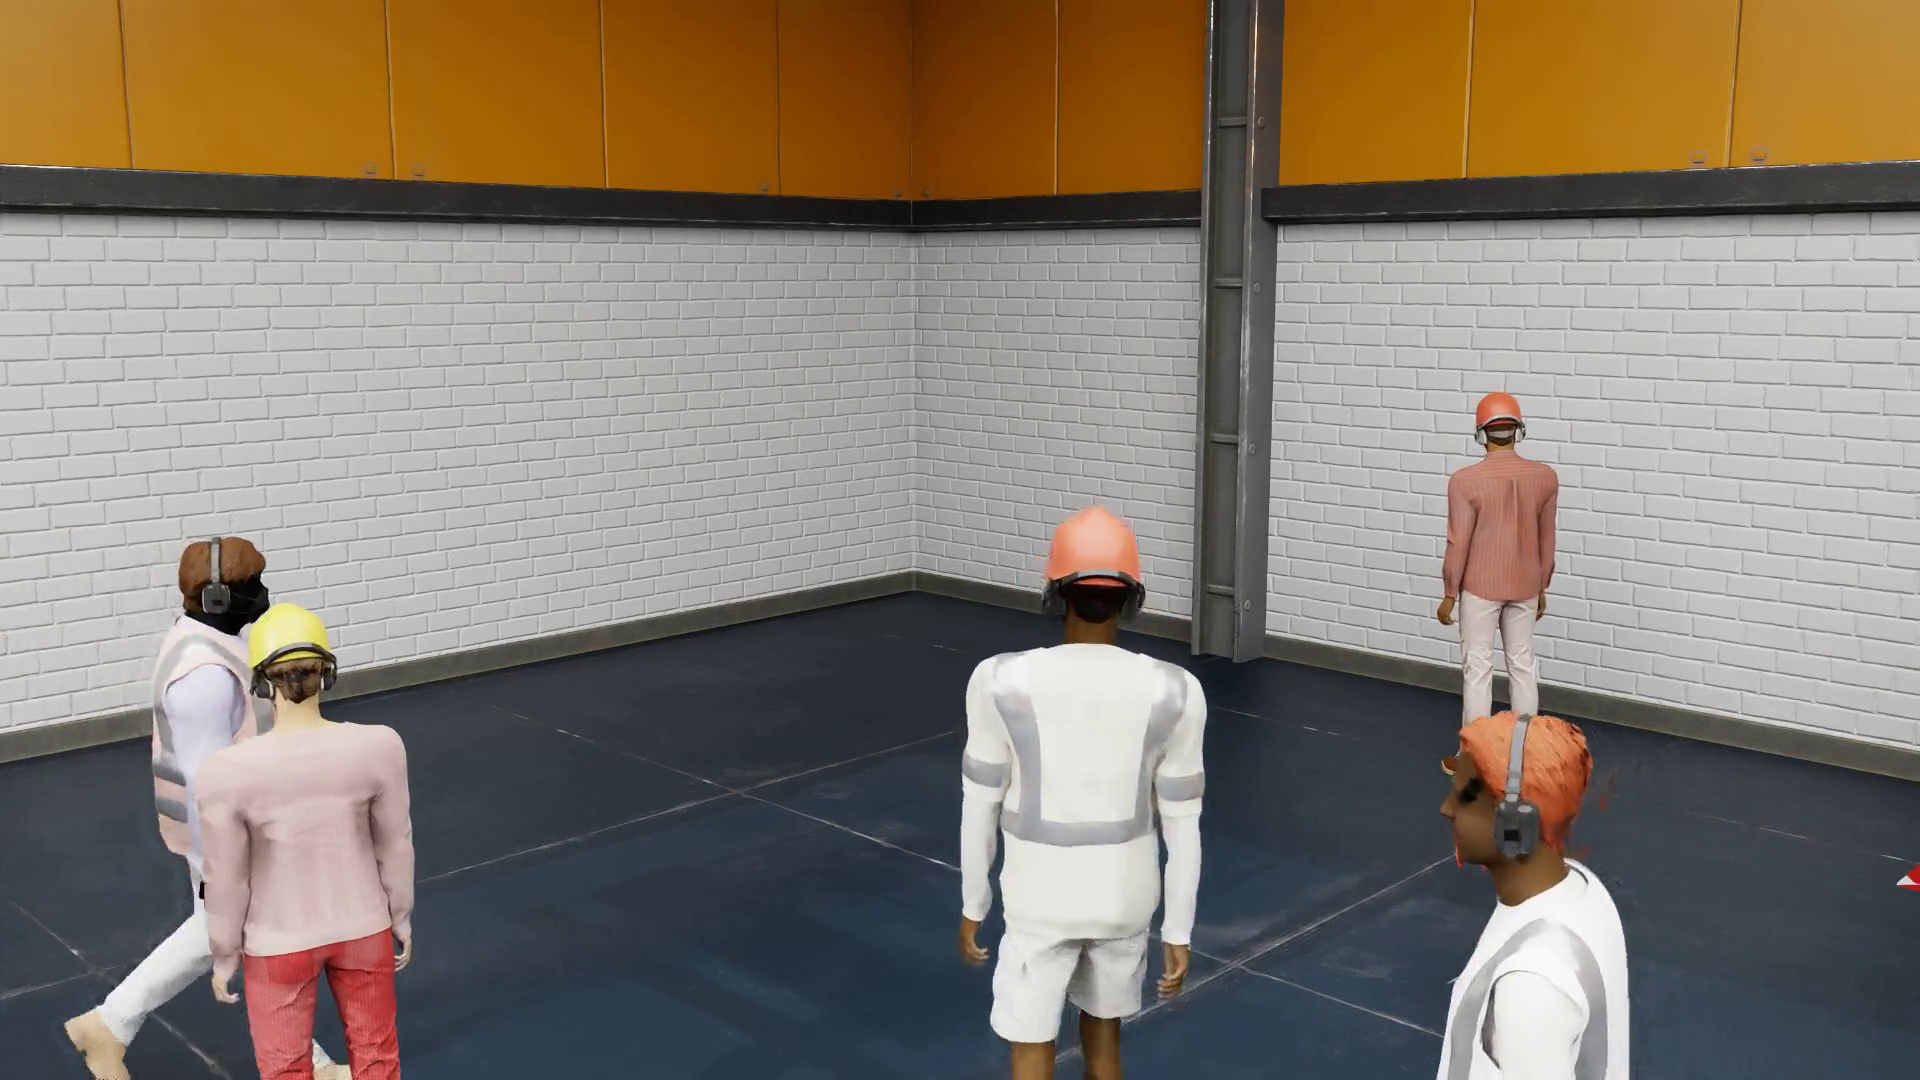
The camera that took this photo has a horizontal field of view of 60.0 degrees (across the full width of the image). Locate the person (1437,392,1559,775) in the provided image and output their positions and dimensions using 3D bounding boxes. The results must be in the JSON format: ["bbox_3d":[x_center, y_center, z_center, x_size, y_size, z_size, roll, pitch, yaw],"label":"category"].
[{"bbox_3d":[2.725,0.245,8.472,0.608,1.988,0.392,-2,9,-12],"label":"person"}]

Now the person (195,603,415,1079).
[{"bbox_3d":[-1.682,1.036,4.329,0.522,1.761,0.322,-6,11,-33],"label":"person"}]

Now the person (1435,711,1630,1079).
[{"bbox_3d":[0.979,1.213,2.919,0.438,1.872,0.581,5,11,28],"label":"person"}]

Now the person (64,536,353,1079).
[{"bbox_3d":[-2.323,0.883,5.107,0.817,1.816,0.632,-4,10,-22],"label":"person"}]

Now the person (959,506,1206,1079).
[{"bbox_3d":[0.313,0.927,4.207,0.613,2.024,0.857,-1,9,-5],"label":"person"}]
